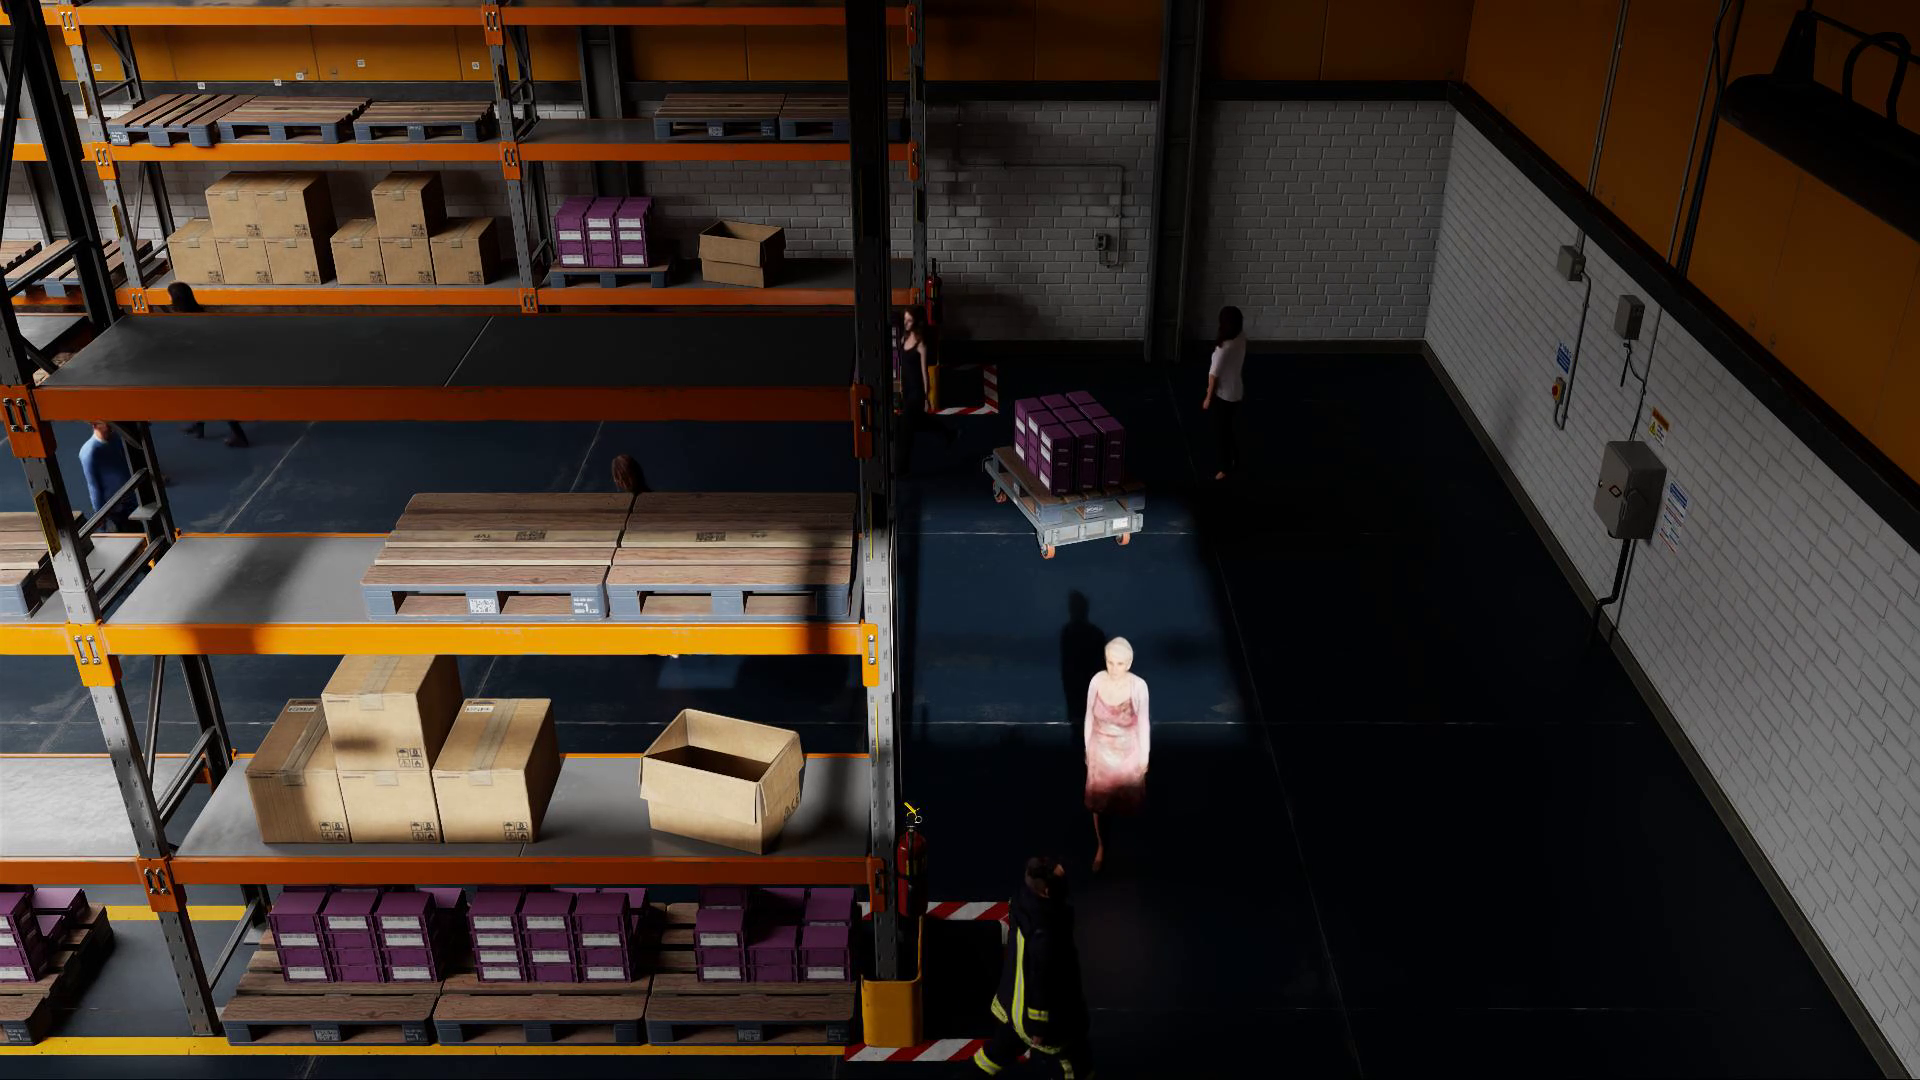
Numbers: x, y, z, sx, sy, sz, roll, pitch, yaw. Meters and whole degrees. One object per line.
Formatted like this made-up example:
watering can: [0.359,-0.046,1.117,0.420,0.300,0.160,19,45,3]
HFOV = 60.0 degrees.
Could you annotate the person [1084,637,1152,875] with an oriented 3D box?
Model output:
person: [1.027,1.336,10.815,0.922,1.672,0.813,8,30,15]

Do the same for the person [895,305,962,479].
person: [-0.338,-1.432,15.843,1.150,1.716,0.977,-18,33,-29]

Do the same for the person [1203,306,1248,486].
person: [2.583,-1.309,15.547,0.765,1.784,0.729,17,33,29]

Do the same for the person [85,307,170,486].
person: [-7.928,-1.360,15.550,0.874,1.872,0.693,-1,29,-2]

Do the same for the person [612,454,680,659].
person: [-2.455,0.176,12.932,1.145,1.682,1.069,24,37,37]

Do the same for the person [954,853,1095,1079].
person: [0.329,2.380,8.740,1.206,1.828,0.911,-6,29,-11]

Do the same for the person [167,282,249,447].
person: [-7.338,-1.687,16.321,1.005,1.708,0.621,3,29,6]

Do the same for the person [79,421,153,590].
person: [-6.996,-0.314,13.724,1.179,1.783,0.729,3,29,5]
